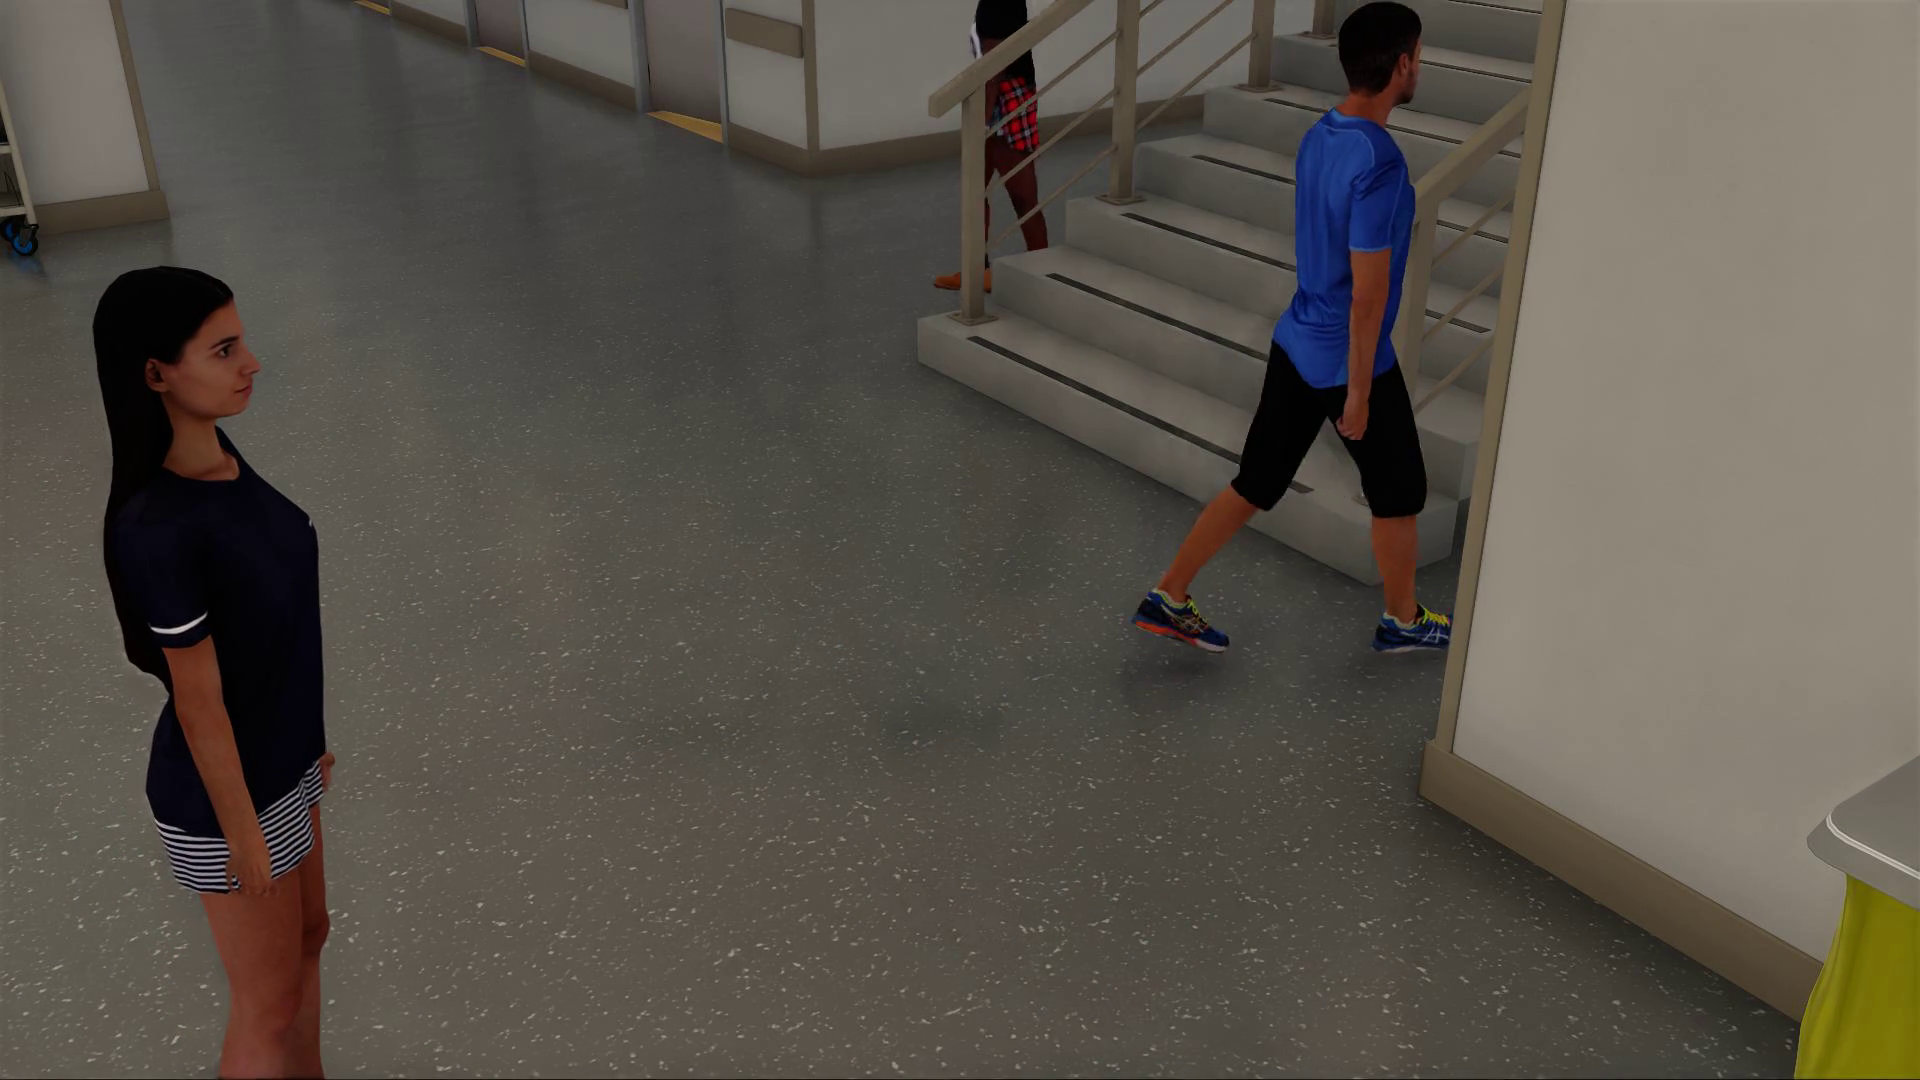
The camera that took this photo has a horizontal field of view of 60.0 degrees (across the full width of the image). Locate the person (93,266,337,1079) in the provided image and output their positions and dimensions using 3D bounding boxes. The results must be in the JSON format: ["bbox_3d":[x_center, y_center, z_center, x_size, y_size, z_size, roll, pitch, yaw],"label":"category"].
[{"bbox_3d":[-1.208,0.399,2.786,0.660,1.764,0.645,-4,26,-9],"label":"person"}]

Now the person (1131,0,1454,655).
[{"bbox_3d":[0.911,-0.461,4.506,1.325,1.818,0.929,-6,26,-12],"label":"person"}]

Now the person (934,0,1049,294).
[{"bbox_3d":[0.253,-1.882,7.599,0.951,1.692,0.856,4,26,8],"label":"person"}]
